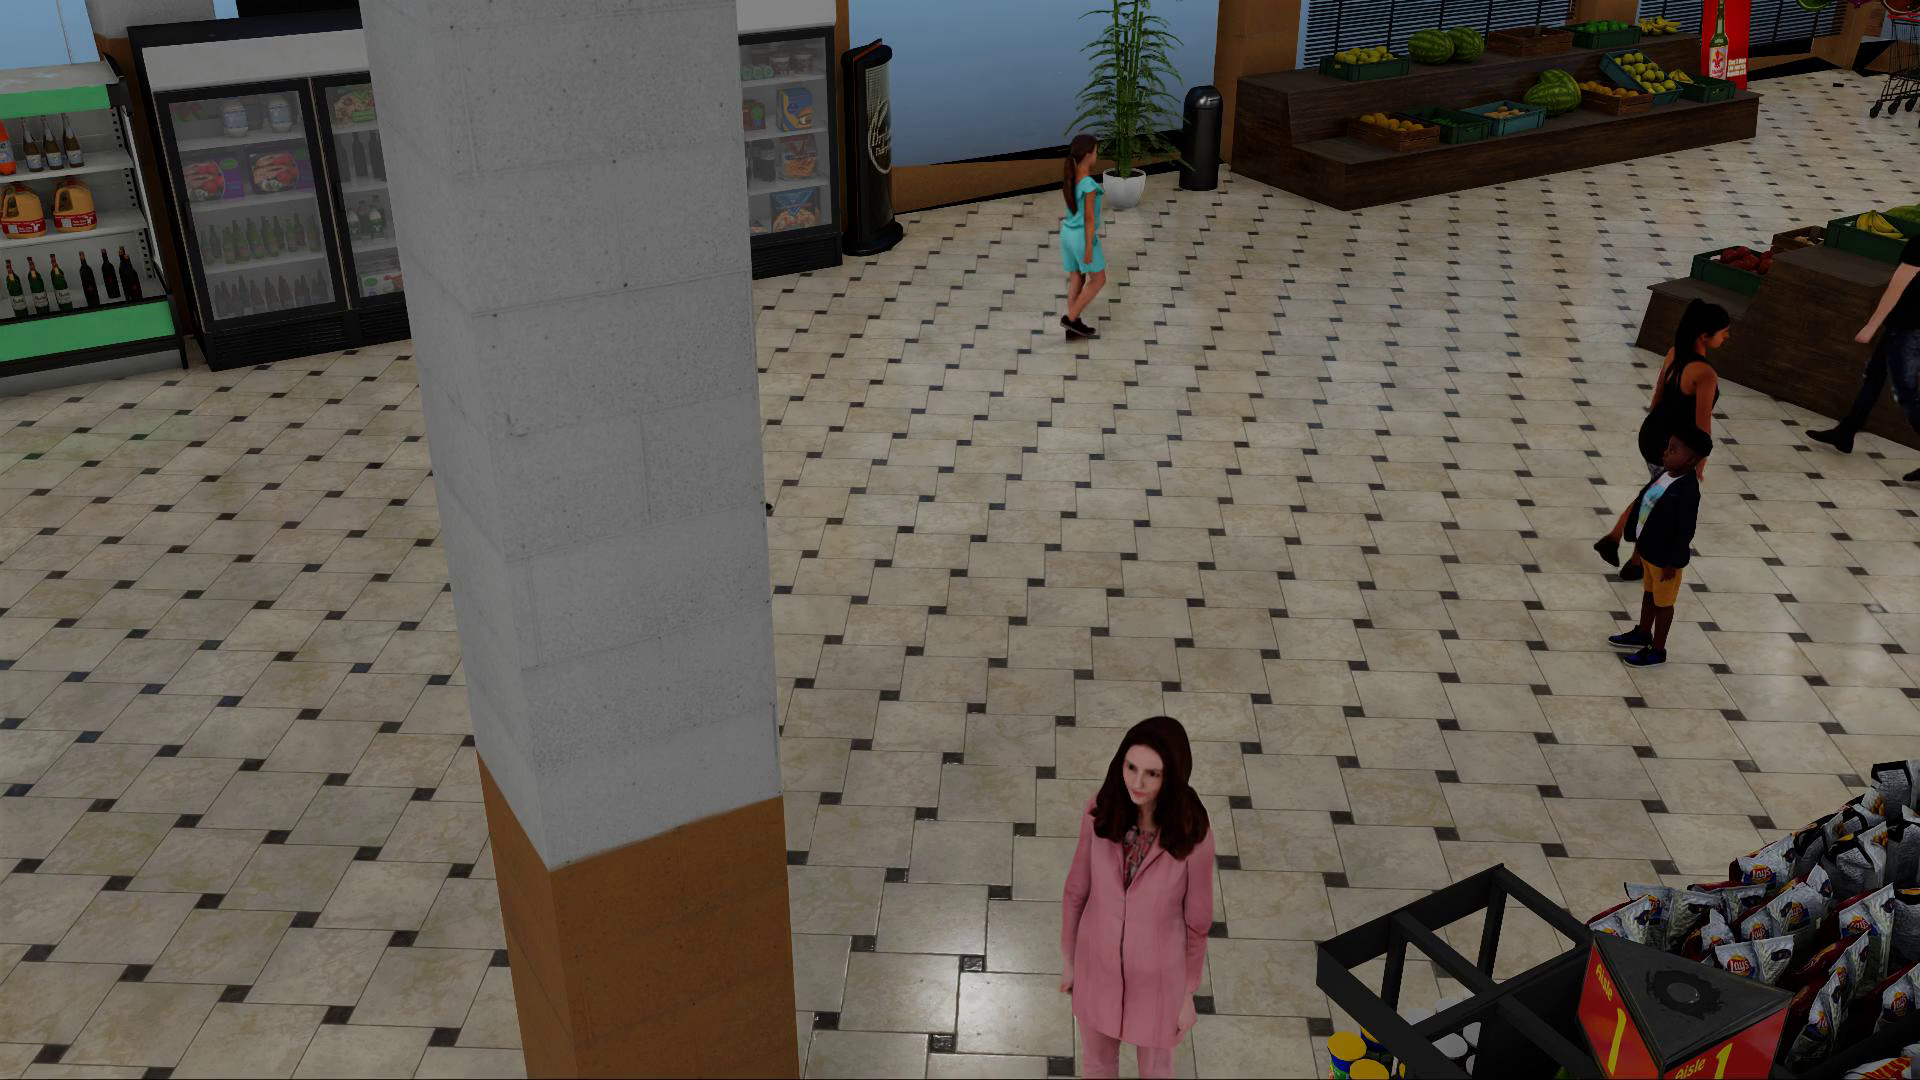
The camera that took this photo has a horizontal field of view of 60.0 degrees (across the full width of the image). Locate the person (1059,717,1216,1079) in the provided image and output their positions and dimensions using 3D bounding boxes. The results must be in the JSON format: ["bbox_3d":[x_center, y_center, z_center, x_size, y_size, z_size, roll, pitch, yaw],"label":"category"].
[{"bbox_3d":[0.538,1.313,5.088,0.688,1.802,0.703,13,29,23],"label":"person"}]

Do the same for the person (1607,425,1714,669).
[{"bbox_3d":[3.496,0.019,8.225,0.640,1.272,0.601,-1,27,-2],"label":"person"}]

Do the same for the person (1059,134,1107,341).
[{"bbox_3d":[0.836,-2.214,12.319,0.597,1.552,0.549,-15,31,-28],"label":"person"}]

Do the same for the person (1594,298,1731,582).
[{"bbox_3d":[3.690,-0.495,8.811,0.777,1.659,0.722,-6,27,-11],"label":"person"}]

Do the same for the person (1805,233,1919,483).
[{"bbox_3d":[5.832,-1.253,10.070,1.184,1.872,0.857,-20,33,-35],"label":"person"}]
